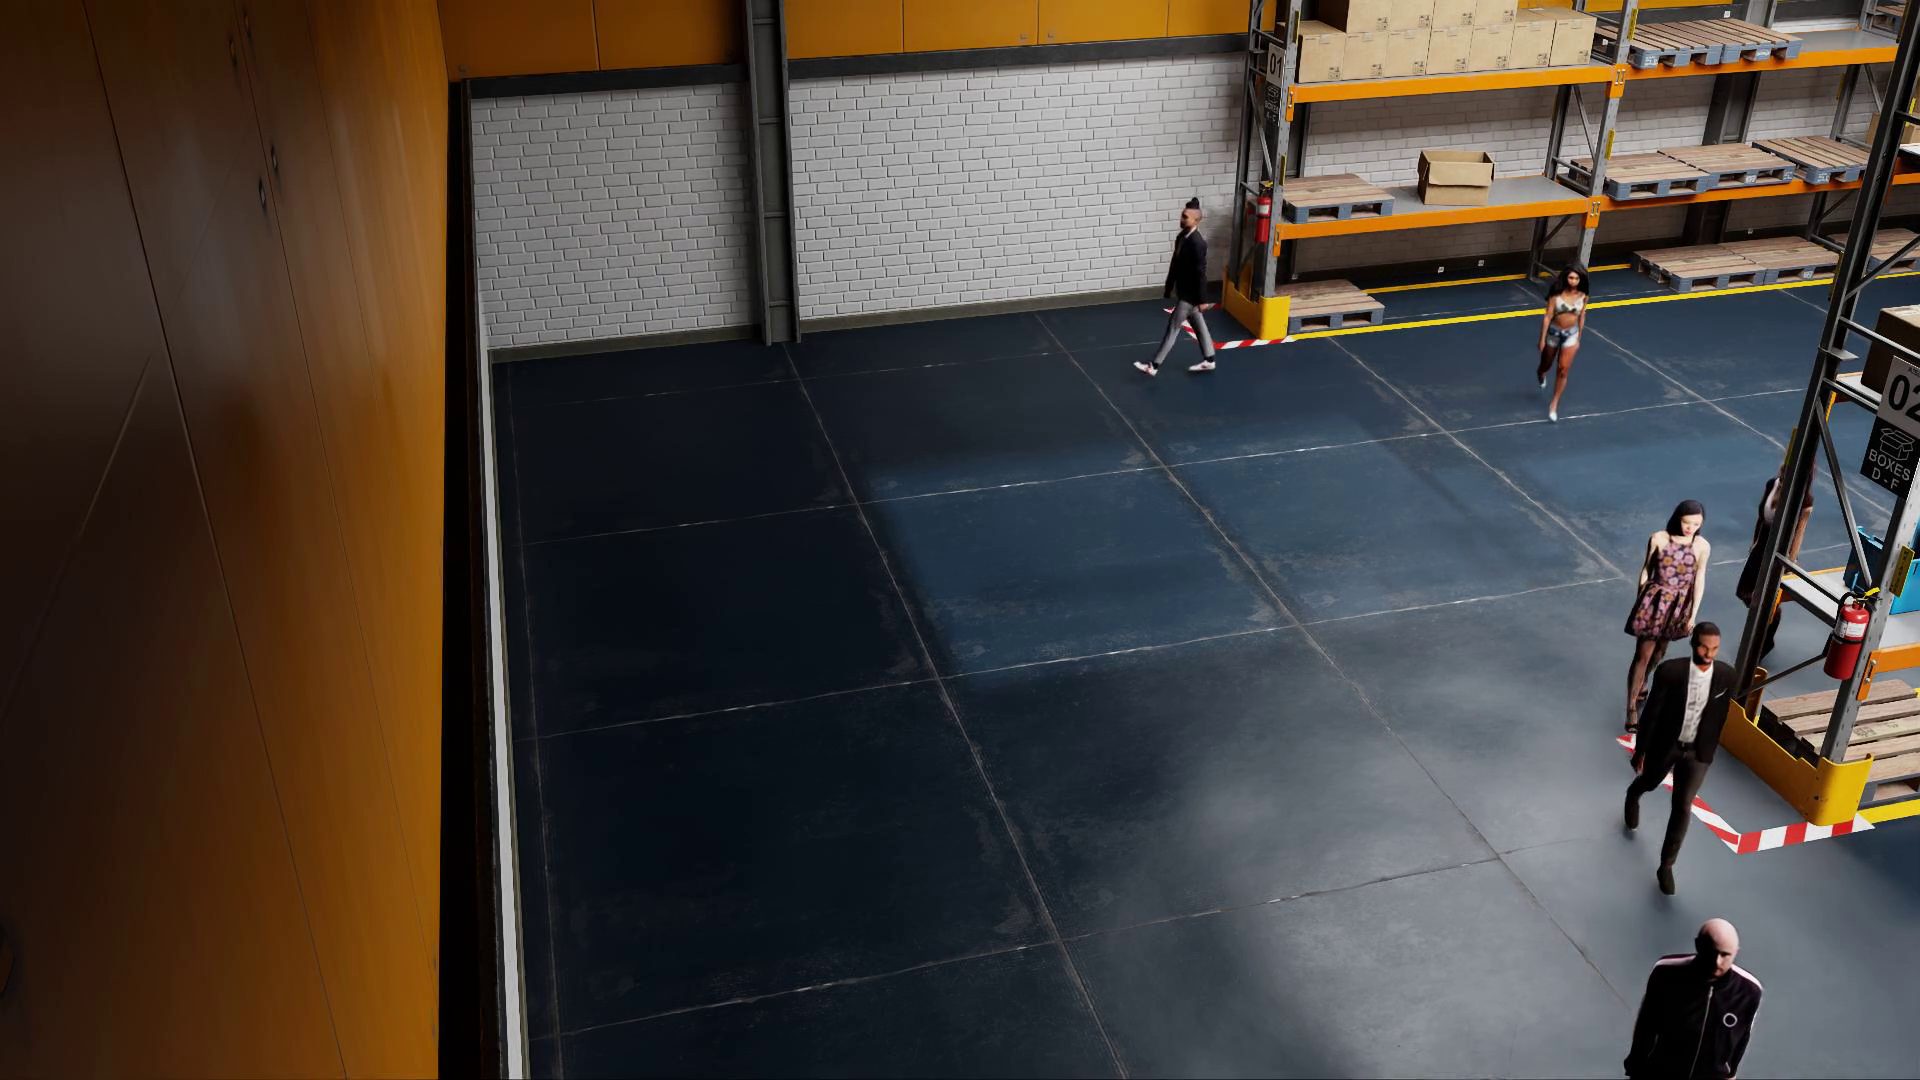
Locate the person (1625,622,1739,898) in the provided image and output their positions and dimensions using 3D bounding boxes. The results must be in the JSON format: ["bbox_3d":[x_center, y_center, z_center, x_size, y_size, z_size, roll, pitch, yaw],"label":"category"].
[{"bbox_3d":[4.475,1.260,10.462,1.208,1.764,1.052,4,29,7],"label":"person"}]

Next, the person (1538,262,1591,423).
[{"bbox_3d":[6.001,-2.023,16.650,0.986,1.602,0.873,4,29,7],"label":"person"}]

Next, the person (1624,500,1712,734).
[{"bbox_3d":[5.069,0.463,11.946,1.060,1.742,1.023,9,30,17],"label":"person"}]

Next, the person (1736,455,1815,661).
[{"bbox_3d":[6.150,0.132,12.518,0.697,1.776,0.647,-11,31,-20],"label":"person"}]

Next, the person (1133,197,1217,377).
[{"bbox_3d":[2.486,-2.614,17.420,1.184,1.902,0.753,-6,29,-11],"label":"person"}]

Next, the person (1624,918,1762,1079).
[{"bbox_3d":[3.481,2.544,8.031,0.699,1.837,0.817,8,30,14],"label":"person"}]
